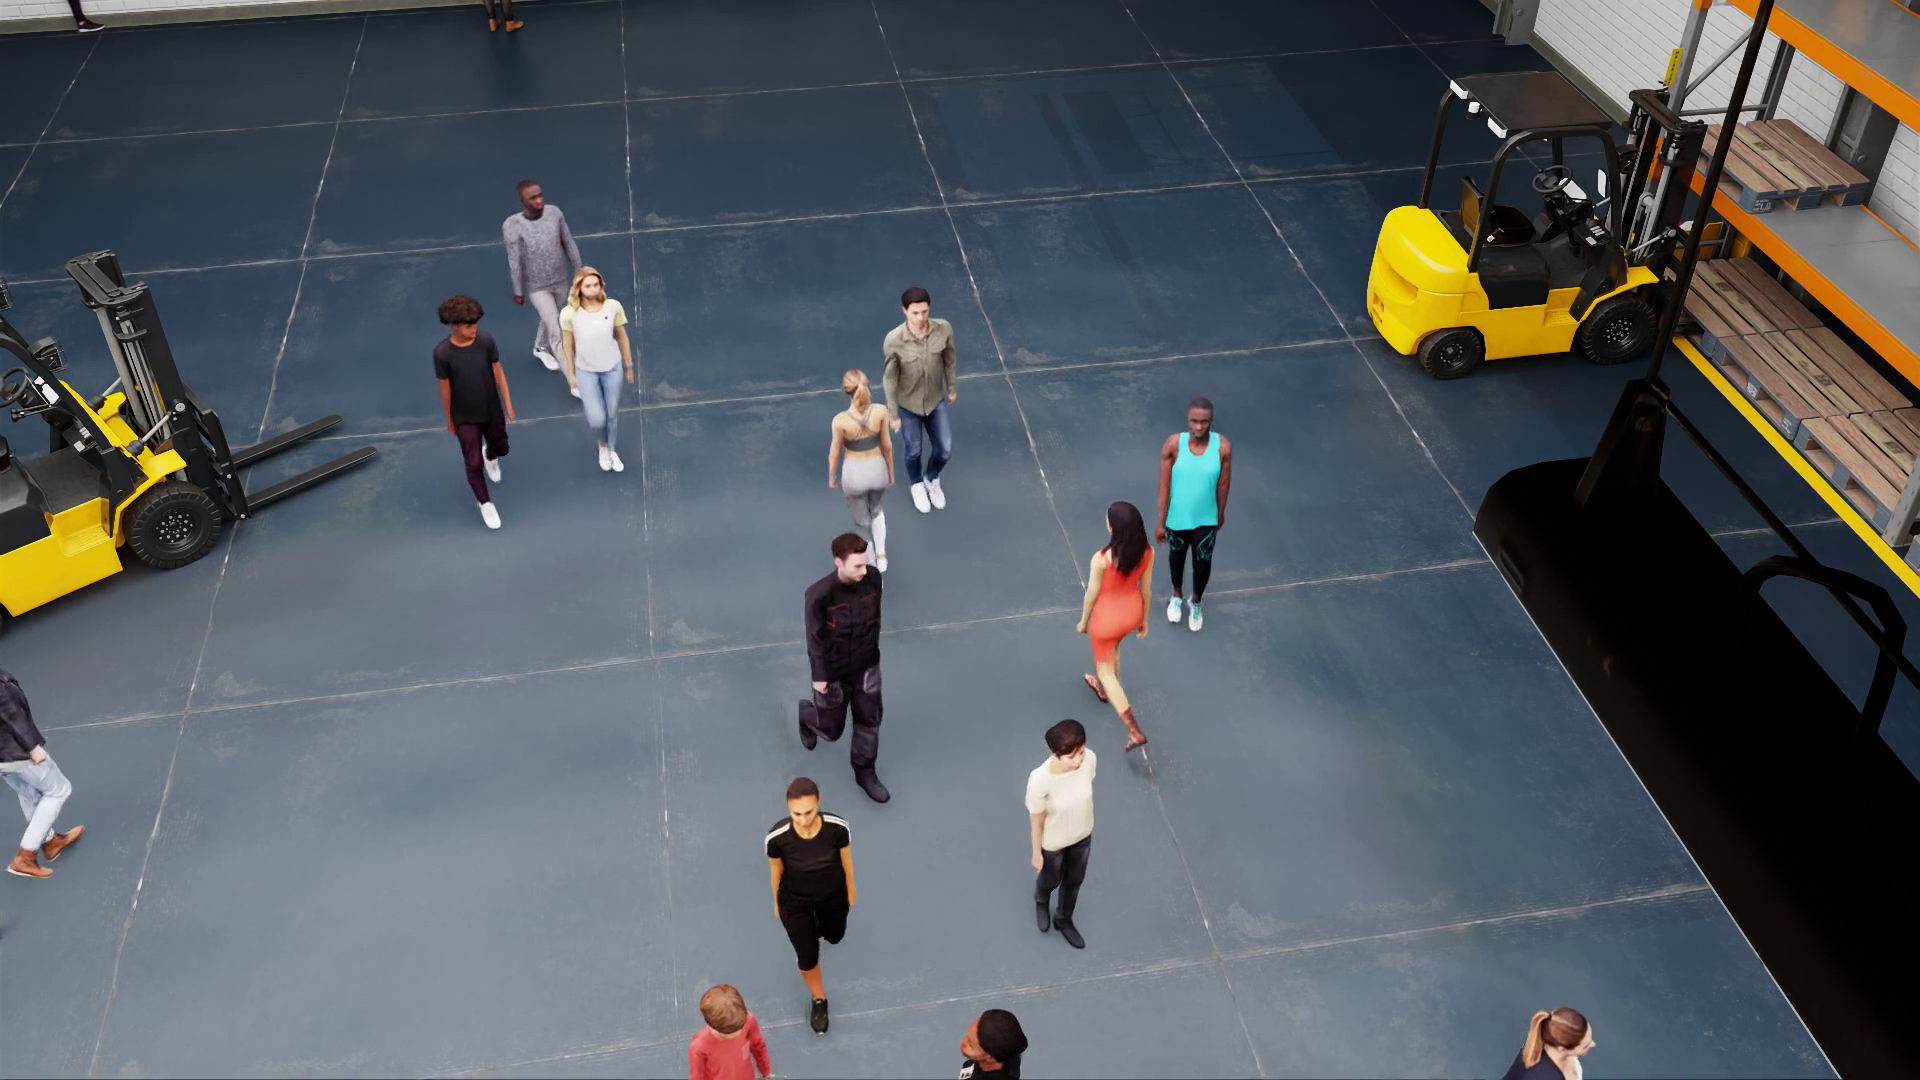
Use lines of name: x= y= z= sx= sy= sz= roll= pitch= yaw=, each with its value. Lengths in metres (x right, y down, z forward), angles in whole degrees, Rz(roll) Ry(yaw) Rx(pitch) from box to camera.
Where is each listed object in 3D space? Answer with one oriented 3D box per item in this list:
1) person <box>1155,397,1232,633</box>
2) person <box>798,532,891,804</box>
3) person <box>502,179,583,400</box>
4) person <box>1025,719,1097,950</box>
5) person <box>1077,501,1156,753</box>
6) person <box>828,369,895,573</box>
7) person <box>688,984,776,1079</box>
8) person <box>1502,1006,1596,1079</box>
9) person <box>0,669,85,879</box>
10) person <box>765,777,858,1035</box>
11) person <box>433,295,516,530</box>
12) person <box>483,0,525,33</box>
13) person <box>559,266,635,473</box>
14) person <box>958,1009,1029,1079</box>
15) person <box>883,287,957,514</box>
person: x=1.506 y=-0.220 z=10.864 sx=0.710 sy=1.797 sz=0.751 roll=6 pitch=39 yaw=8
person: x=-0.708 y=0.696 z=9.642 sx=0.947 sy=1.890 sz=1.132 roll=-23 pitch=44 yaw=-26
person: x=-3.315 y=-2.050 z=13.151 sx=1.271 sy=1.802 sz=1.134 roll=31 pitch=48 yaw=32
person: x=0.528 y=1.542 z=8.828 sx=0.700 sy=1.585 sz=0.724 roll=-19 pitch=43 yaw=-23
person: x=0.967 y=0.539 z=9.999 sx=0.804 sy=1.690 sz=1.131 roll=-19 pitch=42 yaw=-22
person: x=-0.617 y=-0.367 z=11.131 sx=0.627 sy=1.694 sz=0.619 roll=-14 pitch=41 yaw=-16
person: x=-1.076 y=2.523 z=7.743 sx=0.813 sy=1.405 sz=0.802 roll=-23 pitch=44 yaw=-26
person: x=2.465 y=2.591 z=7.449 sx=0.925 sy=1.666 sz=0.951 roll=10 pitch=40 yaw=13
person: x=-5.257 y=1.184 z=9.087 sx=0.864 sy=1.821 sz=0.933 roll=15 pitch=41 yaw=18
person: x=-0.762 y=1.755 z=8.510 sx=0.586 sy=1.648 sz=0.933 roll=-6 pitch=39 yaw=-7
person: x=-3.474 y=-0.987 z=11.851 sx=0.862 sy=1.762 sz=1.030 roll=-22 pitch=44 yaw=-26
person: x=-5.374 y=-6.690 z=19.025 sx=0.721 sy=1.722 sz=0.693 roll=10 pitch=40 yaw=12
person: x=-2.685 y=-1.284 z=12.262 sx=0.712 sy=1.716 sz=0.716 roll=-17 pitch=42 yaw=-20
person: x=0.129 y=2.632 z=7.393 sx=0.739 sy=1.672 sz=0.620 roll=10 pitch=40 yaw=12
person: x=-0.309 y=-1.043 z=11.855 sx=0.761 sy=1.846 sz=0.681 roll=-13 pitch=40 yaw=-15
